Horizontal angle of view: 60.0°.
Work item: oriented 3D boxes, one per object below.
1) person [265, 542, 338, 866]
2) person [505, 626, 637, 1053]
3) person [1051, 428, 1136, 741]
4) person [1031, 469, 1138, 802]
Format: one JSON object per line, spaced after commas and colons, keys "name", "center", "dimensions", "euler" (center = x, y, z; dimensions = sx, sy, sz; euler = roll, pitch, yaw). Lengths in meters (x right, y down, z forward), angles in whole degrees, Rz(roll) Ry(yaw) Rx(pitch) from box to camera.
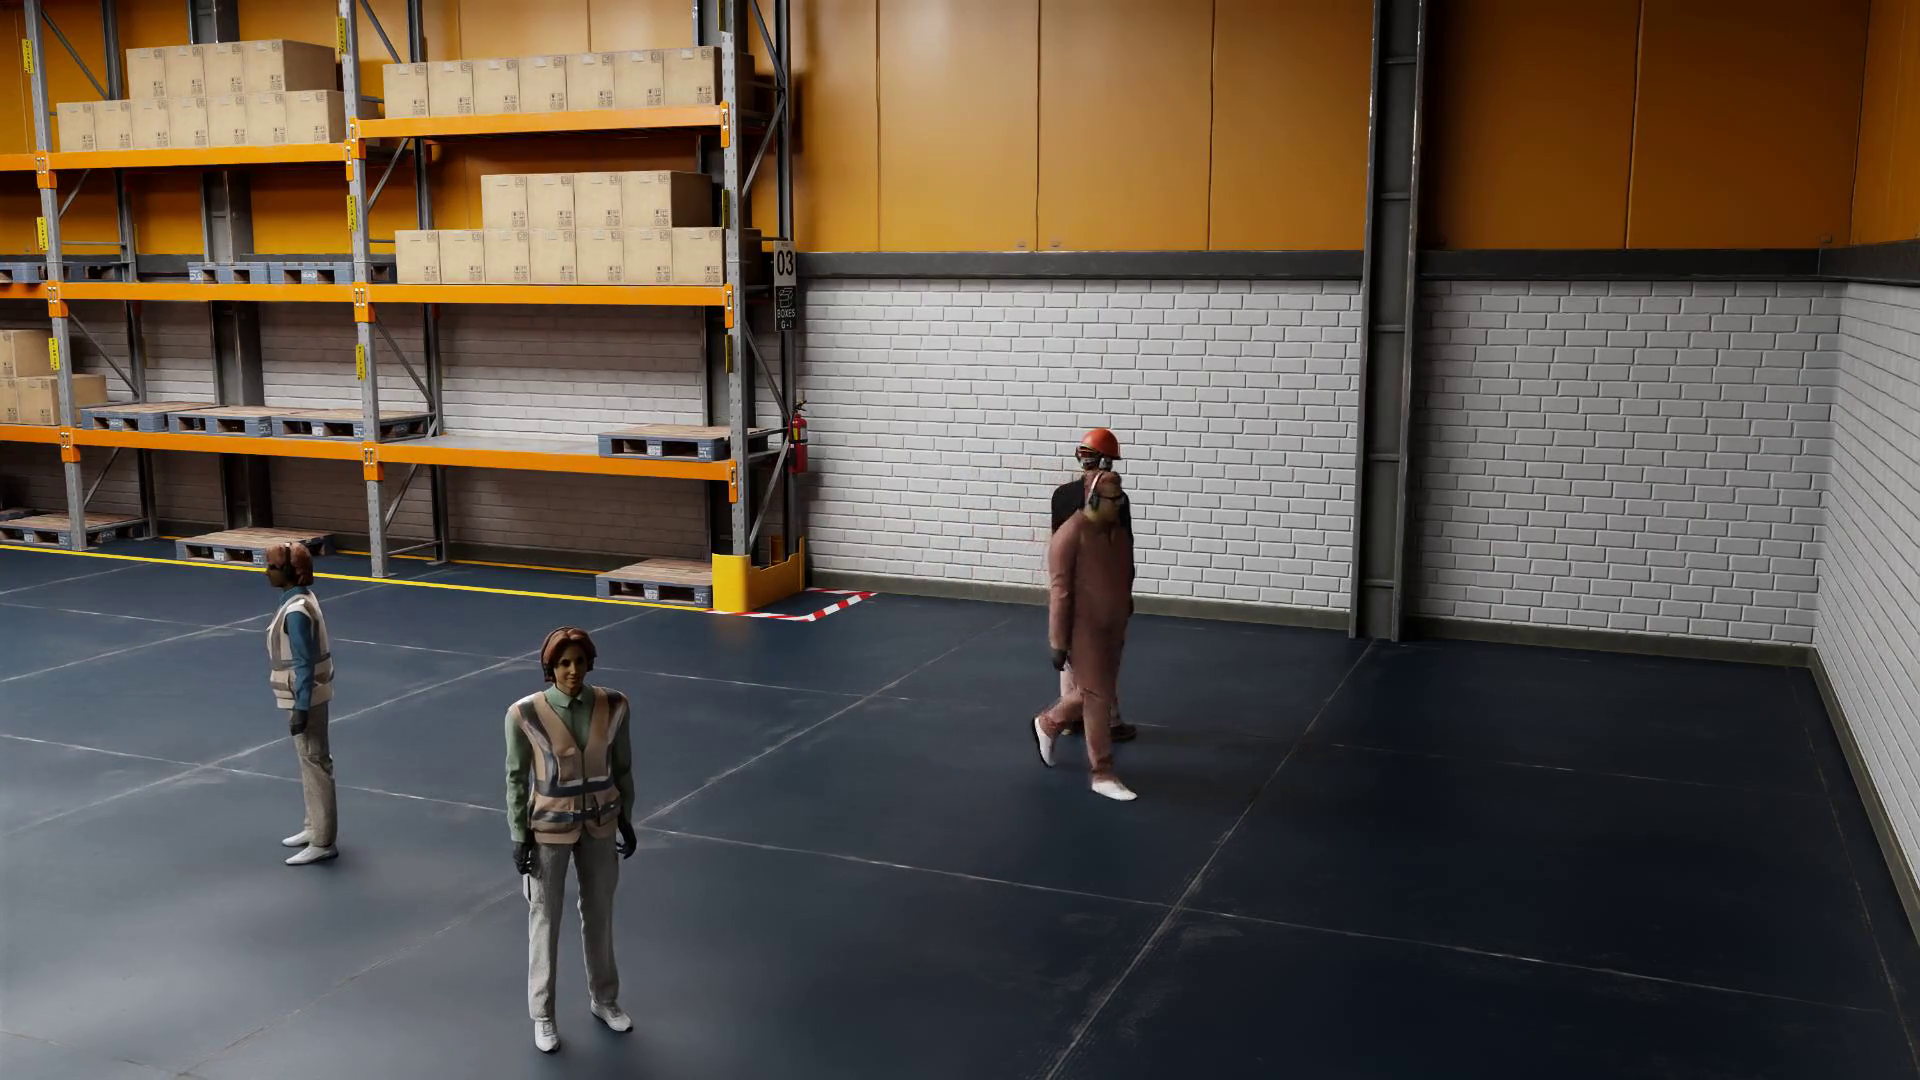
{"name": "person", "center": [-3.323, 0.815, 8.411], "dimensions": [0.315, 1.641, 0.515], "euler": [-4, 10, -21]}
{"name": "person", "center": [-1.504, 1.138, 6.457], "dimensions": [0.514, 1.641, 0.307], "euler": [-6, 11, -34]}
{"name": "person", "center": [0.863, 0.285, 10.580], "dimensions": [0.608, 1.985, 0.394], "euler": [8, 12, 40]}
{"name": "person", "center": [0.717, 0.510, 9.581], "dimensions": [0.825, 1.875, 0.645], "euler": [8, 12, 41]}
